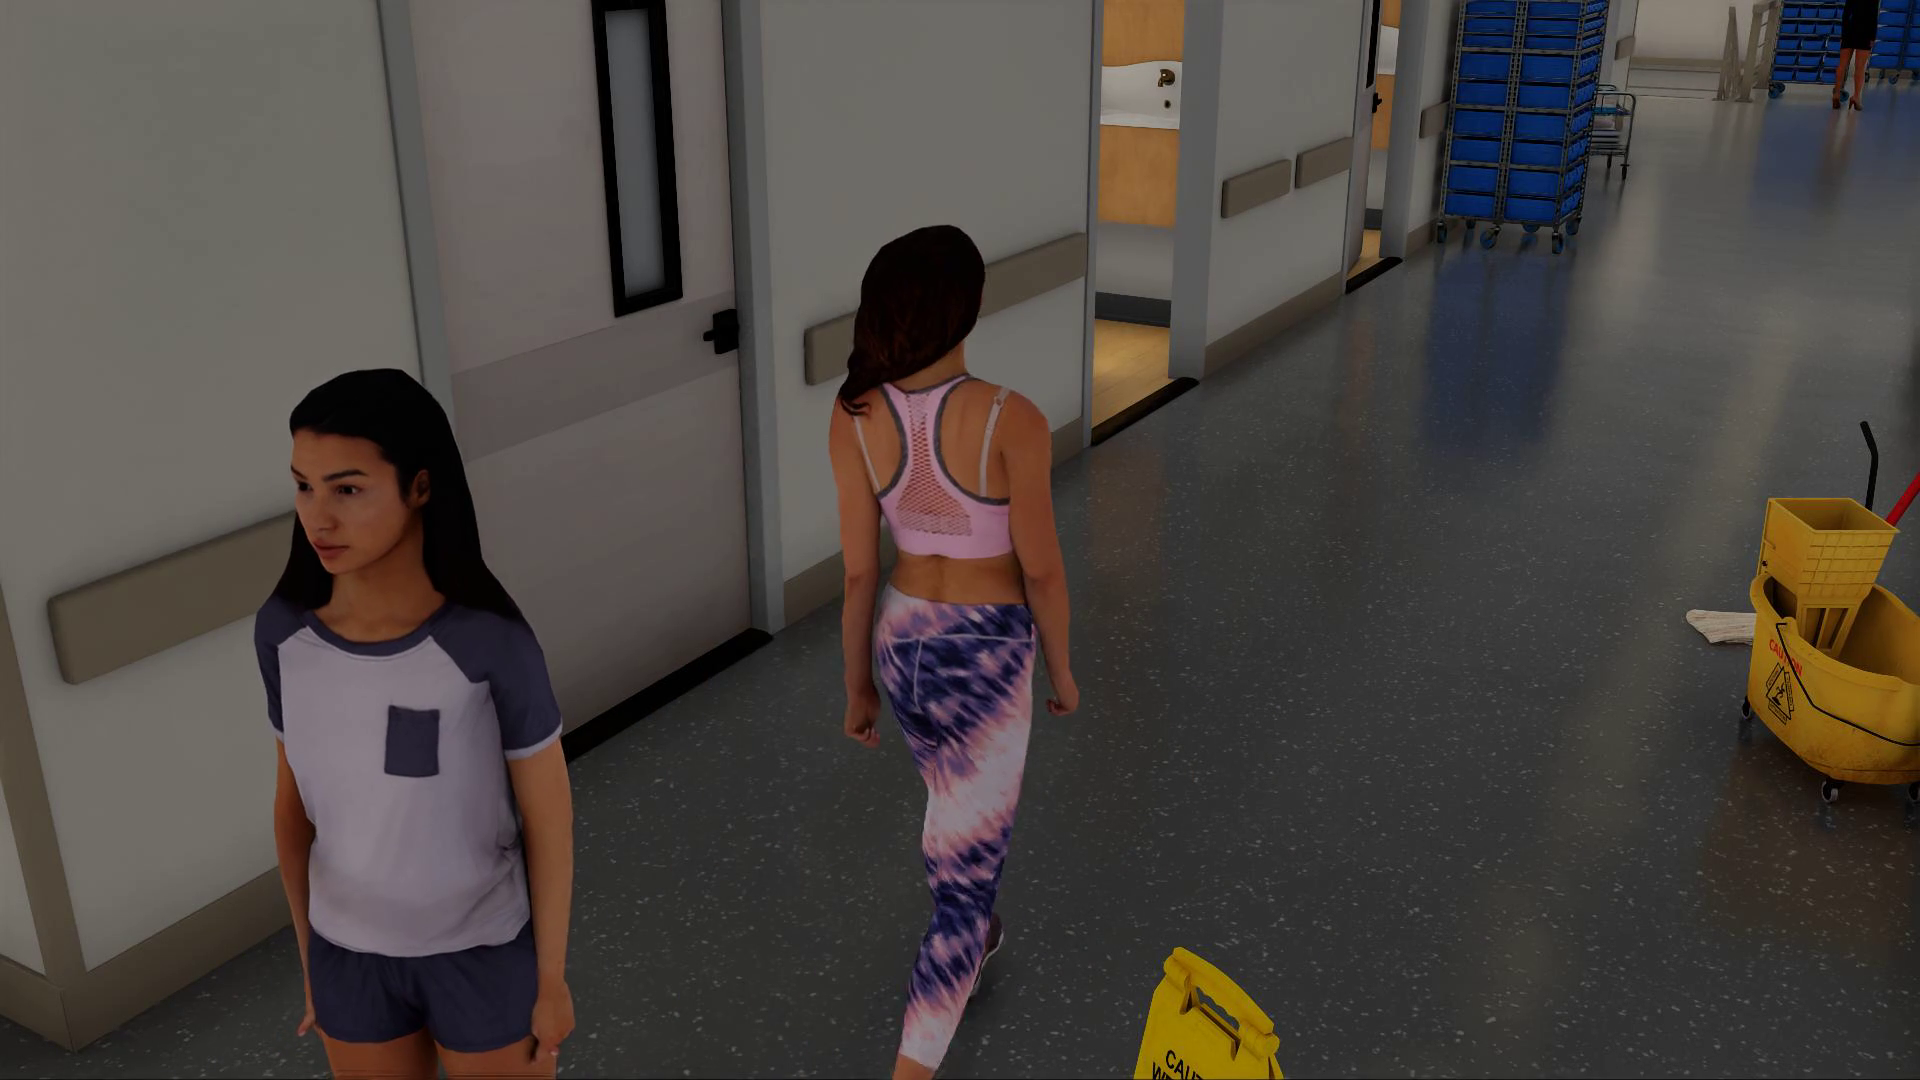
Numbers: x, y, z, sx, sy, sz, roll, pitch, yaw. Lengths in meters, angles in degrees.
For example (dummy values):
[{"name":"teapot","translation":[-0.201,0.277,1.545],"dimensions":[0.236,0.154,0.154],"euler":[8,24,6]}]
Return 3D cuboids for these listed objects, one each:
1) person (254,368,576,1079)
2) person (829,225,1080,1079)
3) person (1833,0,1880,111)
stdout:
[{"name":"person","translation":[-0.757,0.592,2.396],"dimensions":[0.647,1.733,0.623],"euler":[4,21,10]},{"name":"person","translation":[-0.031,0.326,3.105],"dimensions":[0.702,1.730,1.209],"euler":[9,22,22]},{"name":"person","translation":[10.785,-6.017,19.979],"dimensions":[0.731,1.640,0.672],"euler":[-15,25,-34]}]
